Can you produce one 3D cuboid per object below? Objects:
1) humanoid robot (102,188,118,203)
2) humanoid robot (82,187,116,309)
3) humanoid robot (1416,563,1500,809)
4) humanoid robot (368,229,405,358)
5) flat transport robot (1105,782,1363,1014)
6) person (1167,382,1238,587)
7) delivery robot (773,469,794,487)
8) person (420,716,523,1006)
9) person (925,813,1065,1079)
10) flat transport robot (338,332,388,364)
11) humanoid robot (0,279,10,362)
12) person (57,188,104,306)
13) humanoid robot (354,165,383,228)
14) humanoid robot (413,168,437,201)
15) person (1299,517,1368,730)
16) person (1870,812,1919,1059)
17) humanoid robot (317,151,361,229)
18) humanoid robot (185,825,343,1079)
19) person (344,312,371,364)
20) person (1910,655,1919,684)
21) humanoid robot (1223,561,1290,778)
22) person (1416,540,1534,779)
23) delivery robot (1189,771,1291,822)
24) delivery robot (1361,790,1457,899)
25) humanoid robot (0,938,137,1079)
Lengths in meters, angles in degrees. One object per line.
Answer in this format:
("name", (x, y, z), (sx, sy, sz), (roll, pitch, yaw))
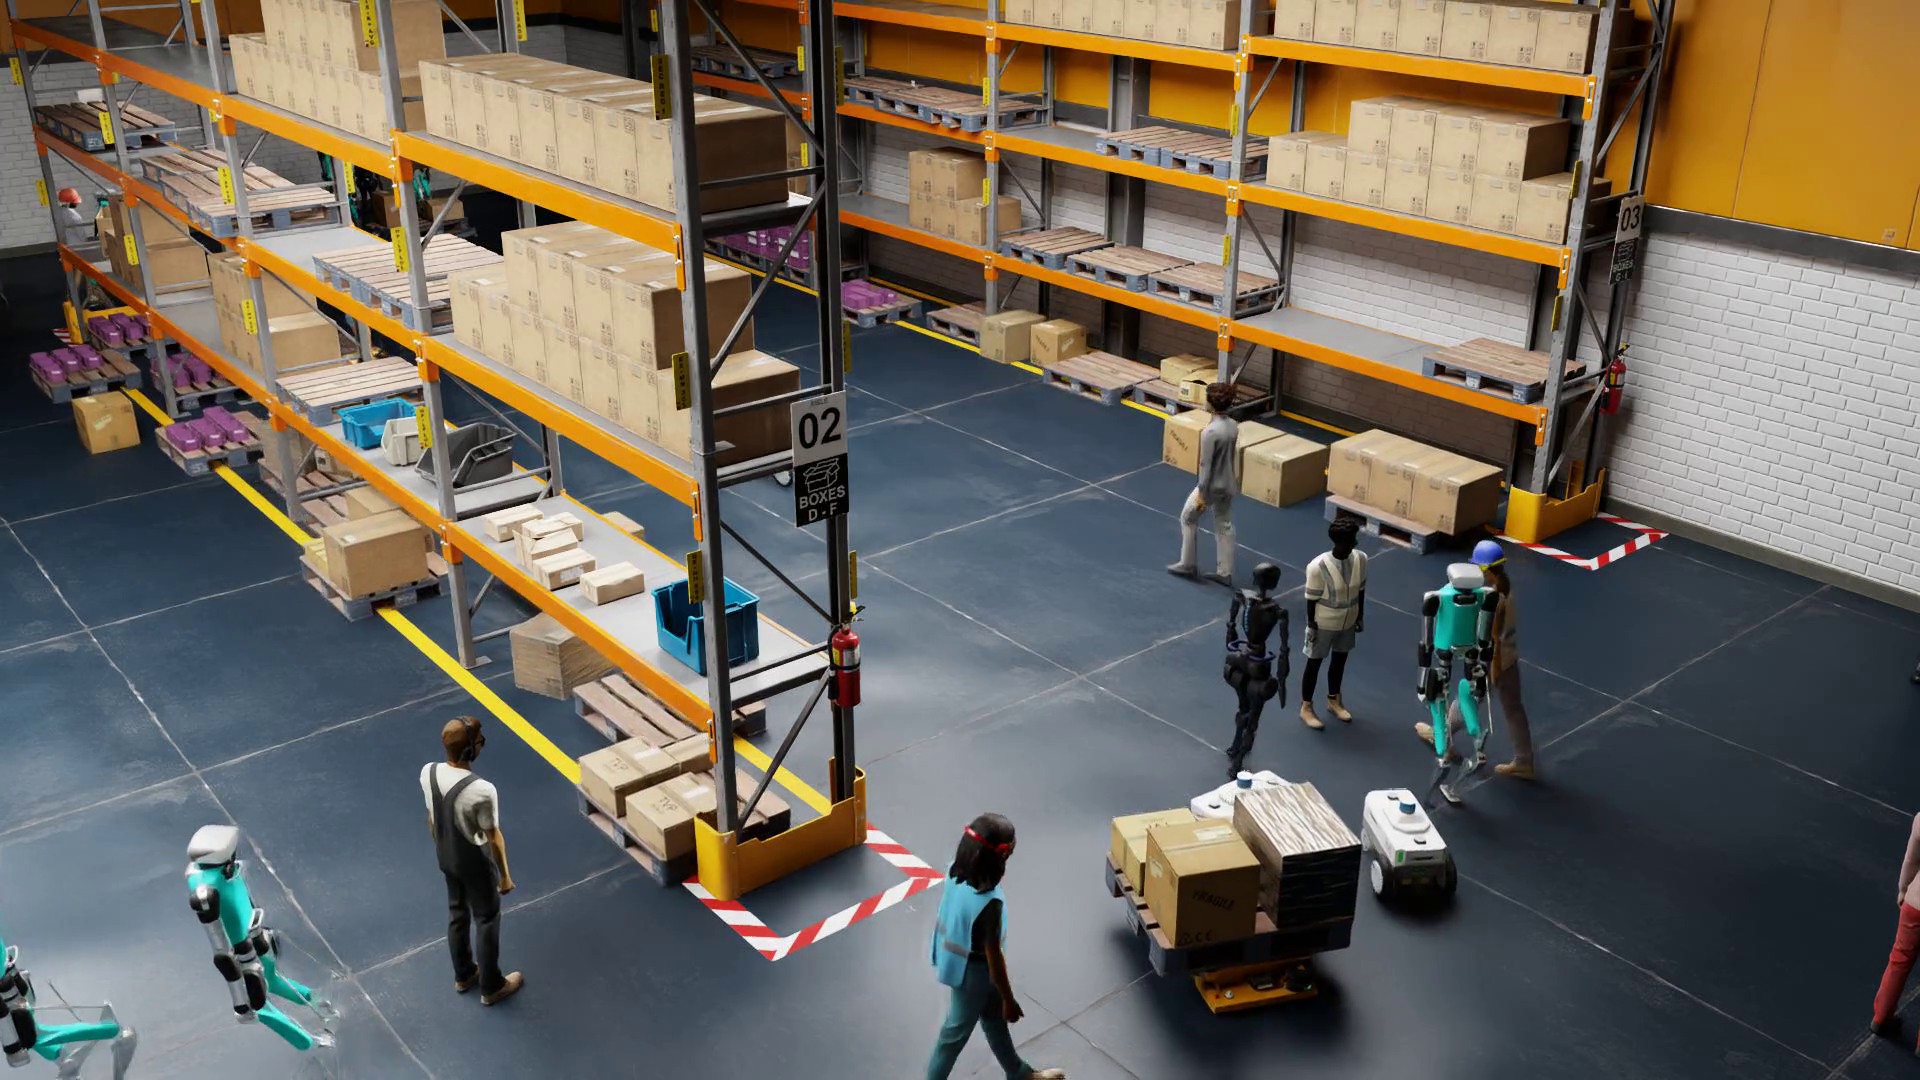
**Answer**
("humanoid robot", (-11.388, -3.961, 23.110), (0.717, 1.899, 0.549), (-17, 29, -34))
("humanoid robot", (-11.833, -3.936, 22.850), (0.676, 1.756, 0.530), (-13, 26, -27))
("humanoid robot", (3.416, 1.113, 11.326), (0.543, 1.880, 0.656), (-3, 24, -7))
("humanoid robot", (-7.314, -3.128, 21.094), (0.599, 1.657, 0.315), (2, 23, 4))
("flat transport robot", (1.597, 2.348, 10.206), (0.659, 0.231, 1.431), (-6, 24, -13))
("person", (2.190, -0.511, 14.805), (0.567, 1.871, 0.754), (-20, 31, -39))
("delivery robot", (-1.883, -0.901, 17.378), (0.801, 0.602, 0.499), (14, 27, 30))
("person", (-2.767, 1.827, 9.447), (0.514, 1.834, 0.367), (11, 26, 23))
("person", (0.162, 2.205, 8.560), (0.919, 1.824, 0.575), (-6, 24, -14))
("flat transport robot", (-7.846, -2.354, 21.095), (0.659, 0.231, 1.431), (-21, 31, -39))
("humanoid robot", (-12.408, -3.100, 21.051), (0.598, 1.642, 0.609), (-11, 26, -24))
("person", (-12.349, -4.108, 23.326), (0.586, 1.708, 0.440), (12, 26, 26))
("humanoid robot", (-9.965, -6.082, 27.932), (0.599, 1.657, 0.315), (15, 27, 30))
("humanoid robot", (-9.016, -6.097, 27.962), (0.862, 1.788, 0.552), (19, 30, 38))
("person", (2.793, 0.607, 12.439), (0.533, 1.693, 0.320), (-10, 25, -22))
("person", (5.381, 2.020, 9.090), (0.343, 1.758, 0.518), (-18, 29, -35))
("humanoid robot", (-9.877, -5.589, 26.802), (0.535, 1.829, 0.748), (4, 24, 8))
("humanoid robot", (-3.468, 2.288, 8.636), (0.762, 1.893, 0.547), (-5, 24, -11))
("person", (-7.156, -2.619, 19.834), (0.333, 1.755, 0.585), (-11, 26, -24))
("person", (7.813, 0.265, 12.948), (0.546, 1.926, 0.388), (13, 27, 28))
("humanoid robot", (2.090, 0.899, 11.786), (0.470, 1.647, 0.592), (-19, 30, -36))
("person", (3.782, 0.840, 11.881), (0.968, 1.693, 0.473), (19, 30, 37))
("delivery robot", (1.859, 1.836, 11.056), (0.818, 0.614, 0.499), (-15, 27, -31))
("delivery robot", (2.877, 1.942, 10.779), (0.499, 0.590, 0.793), (-2, 23, -5))
("humanoid robot", (-4.593, 2.342, 8.395), (1.041, 1.727, 0.542), (-12, 26, -26))
